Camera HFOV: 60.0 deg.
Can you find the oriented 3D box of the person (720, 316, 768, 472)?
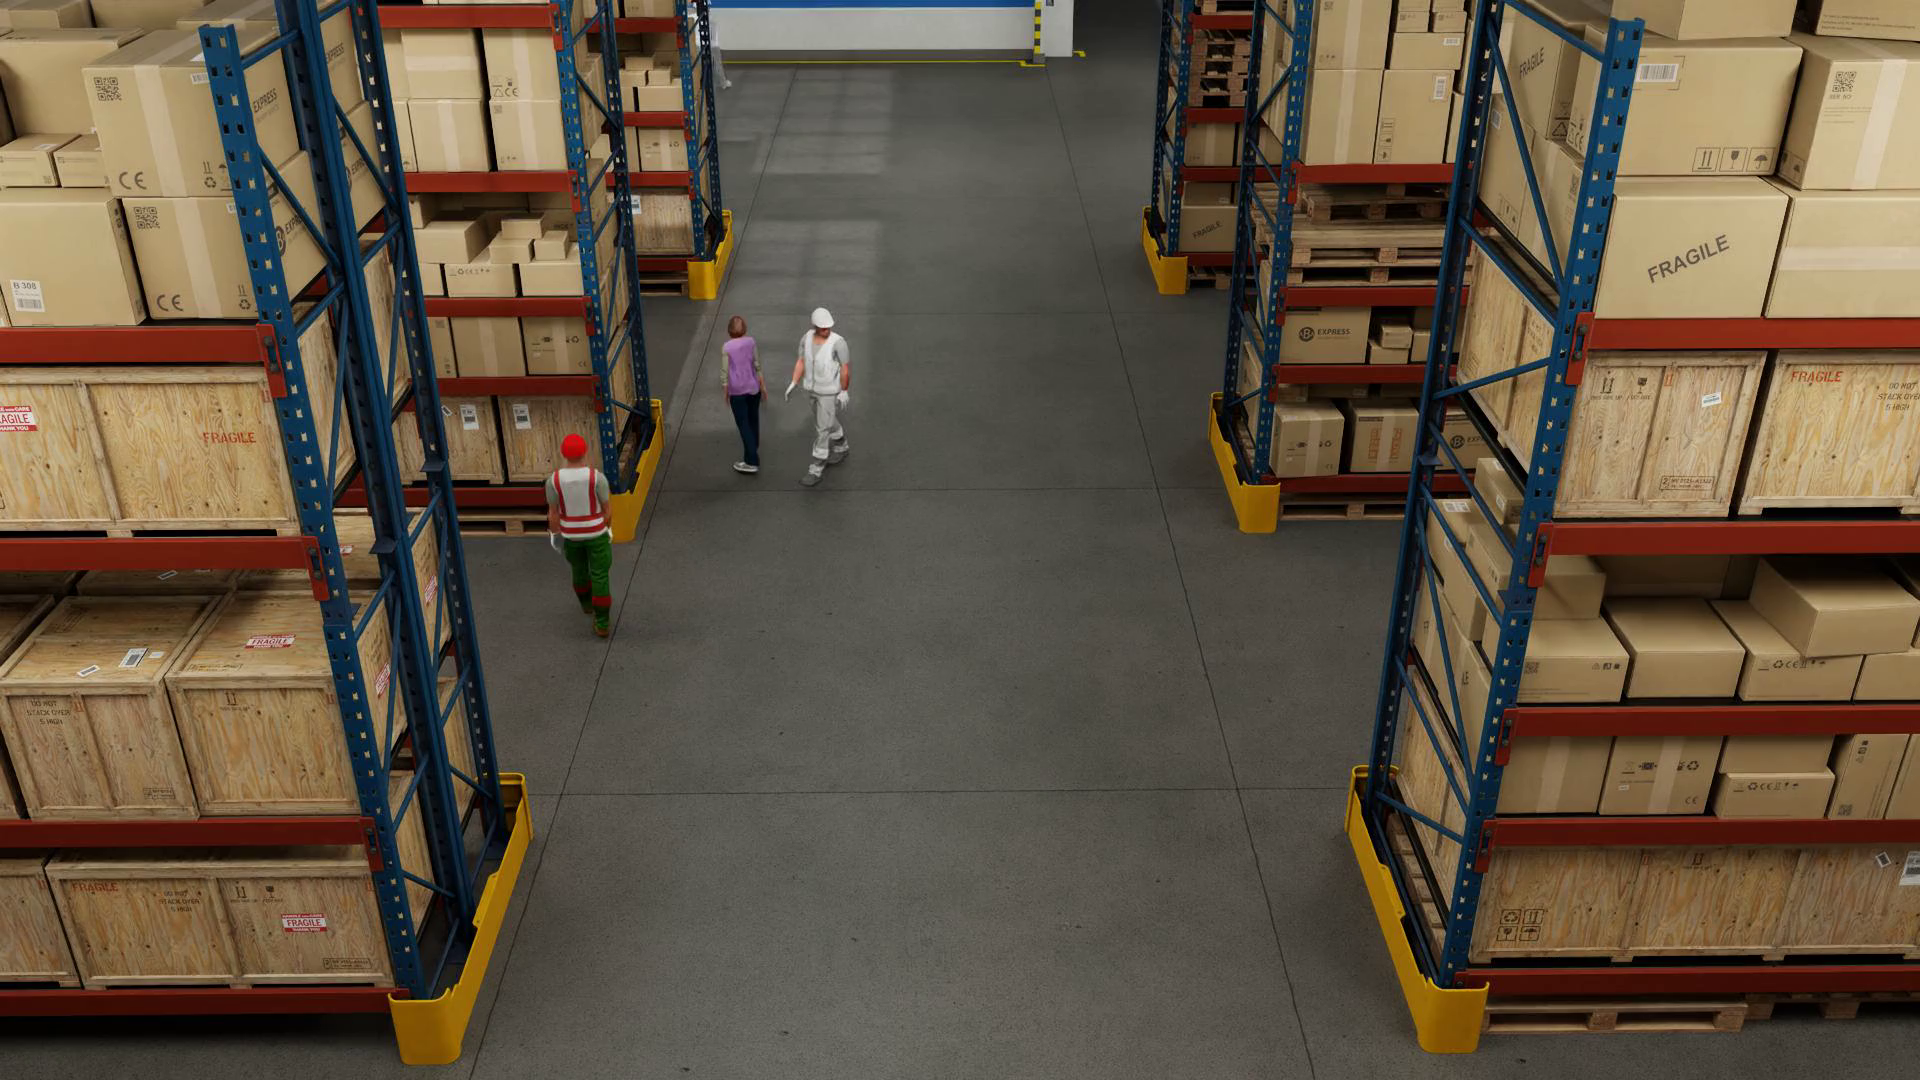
[{"bbox_3d":[-2.197,-1.539,16.928,0.497,1.557,0.748,-16,32,-27],"label":"person"}]

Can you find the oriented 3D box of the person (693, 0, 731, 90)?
[{"bbox_3d":[-4.727,-9.301,31.207,0.549,1.740,0.972,15,32,25],"label":"person"}]

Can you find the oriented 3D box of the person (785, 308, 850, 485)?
[{"bbox_3d":[-1.432,-1.474,16.618,0.564,1.761,0.905,19,34,31],"label":"person"}]

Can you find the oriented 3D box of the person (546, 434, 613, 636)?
[{"bbox_3d":[-3.174,-0.109,14.080,0.531,1.784,0.721,-1,28,-1],"label":"person"}]
